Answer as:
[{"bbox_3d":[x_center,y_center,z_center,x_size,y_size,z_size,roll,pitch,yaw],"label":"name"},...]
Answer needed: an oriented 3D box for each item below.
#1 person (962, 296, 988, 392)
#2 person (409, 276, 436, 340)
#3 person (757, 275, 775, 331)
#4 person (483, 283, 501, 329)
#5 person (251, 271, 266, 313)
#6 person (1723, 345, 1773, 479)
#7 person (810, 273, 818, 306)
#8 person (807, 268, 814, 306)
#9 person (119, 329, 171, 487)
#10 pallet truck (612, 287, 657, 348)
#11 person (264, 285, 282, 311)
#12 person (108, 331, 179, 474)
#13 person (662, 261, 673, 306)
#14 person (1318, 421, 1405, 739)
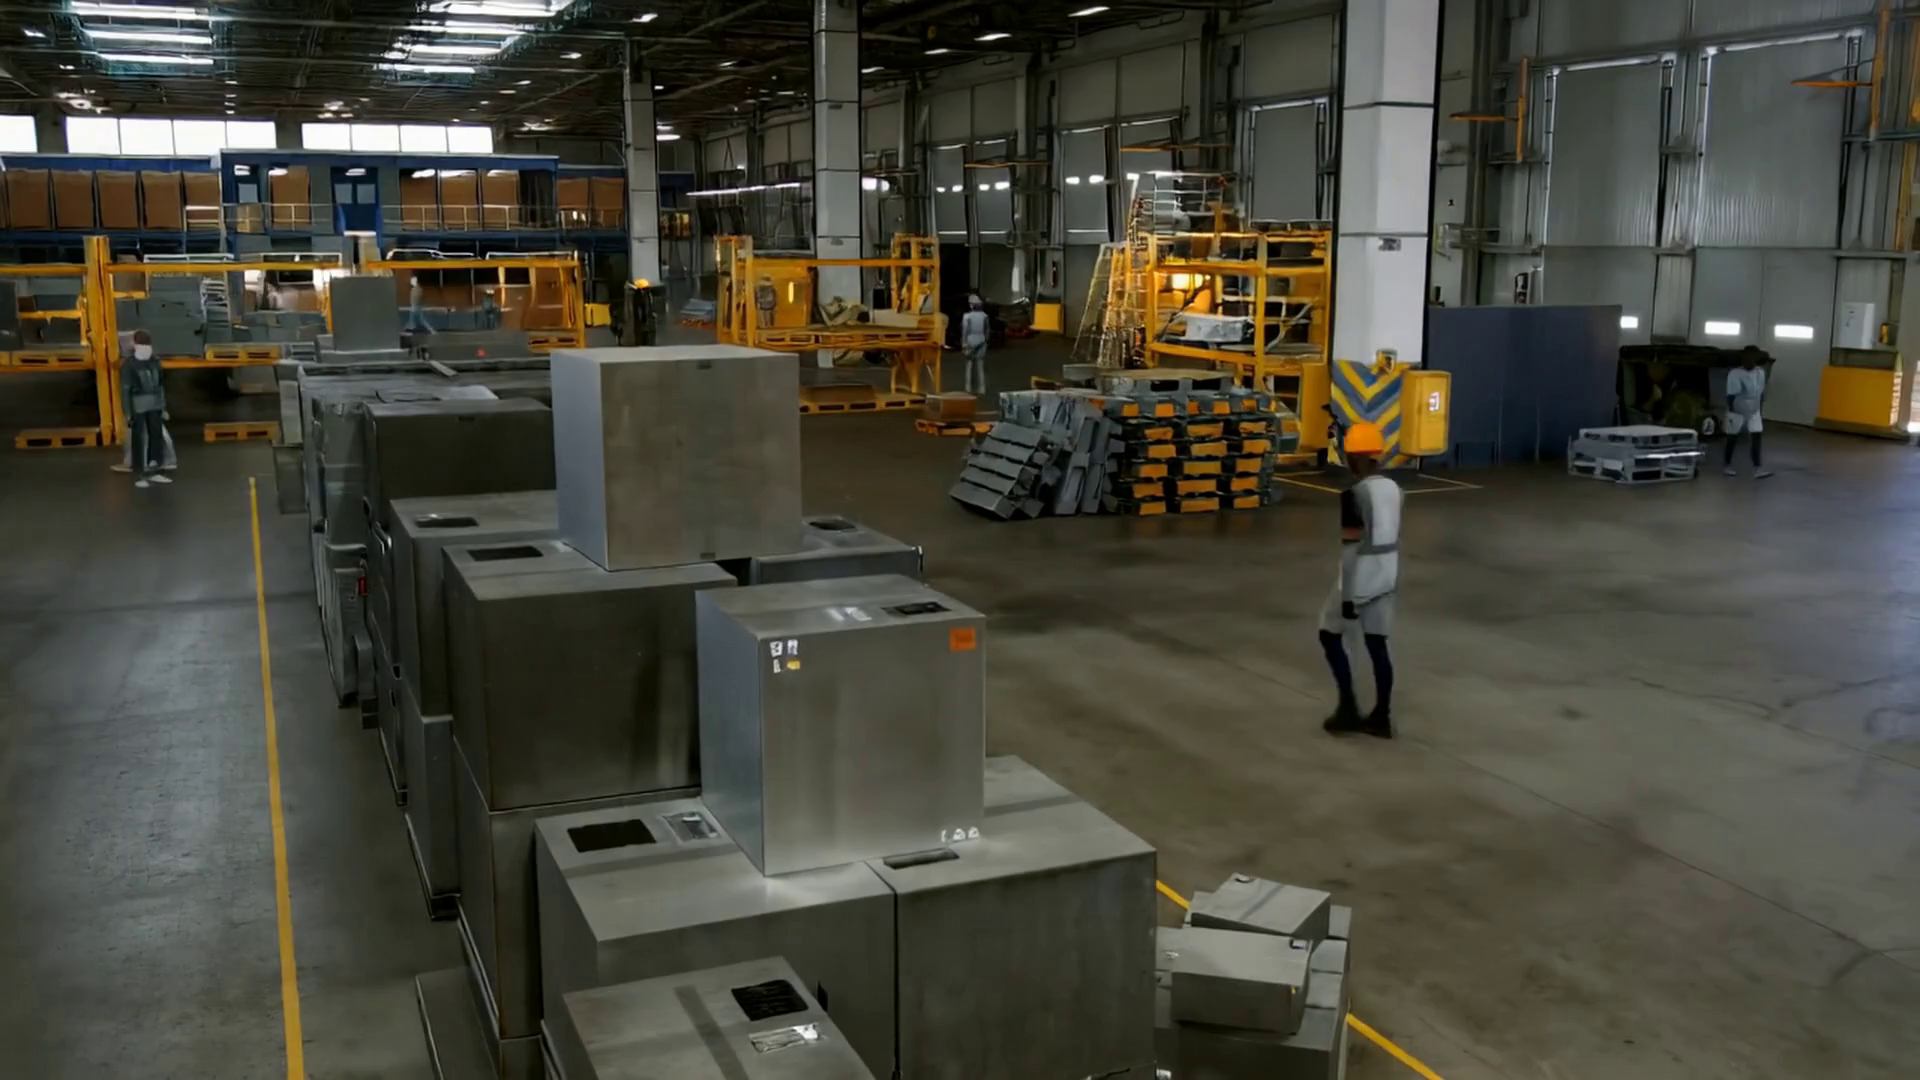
[{"bbox_3d":[0.305,-3.835,32.608,0.534,1.897,0.981,-2,10,-9],"label":"person"},{"bbox_3d":[-15.888,-6.797,48.848,0.845,1.914,0.635,3,11,16],"label":"person"},{"bbox_3d":[-5.634,-6.781,48.727,0.617,1.908,0.762,4,11,22],"label":"person"},{"bbox_3d":[-13.263,-6.406,47.166,0.501,1.727,0.380,4,11,20],"label":"person"},{"bbox_3d":[-24.622,-8.491,58.300,0.893,1.855,0.581,-3,11,-18],"label":"person"},{"bbox_3d":[9.828,-1.575,20.679,0.552,1.666,0.768,-2,11,-12],"label":"person"},{"bbox_3d":[-4.837,-8.231,57.011,0.670,1.816,0.493,-7,12,-32],"label":"person"},{"bbox_3d":[-5.684,-9.667,64.659,0.591,1.907,0.744,-7,12,-32],"label":"person"},{"bbox_3d":[-9.855,-1.598,20.174,0.421,1.913,0.651,3,11,15],"label":"person"},{"bbox_3d":[-6.464,-4.406,35.401,0.823,1.965,1.885,6,12,32],"label":"pallet truck"},{"bbox_3d":[-17.974,-5.780,43.565,0.982,1.797,0.513,9,14,41],"label":"person"},{"bbox_3d":[-10.523,-1.761,21.341,0.819,1.836,0.608,-2,11,-13],"label":"person"},{"bbox_3d":[-13.078,-11.413,74.062,0.612,1.986,0.407,0,10,-2],"label":"person"},{"bbox_3d":[2.415,0.248,9.990,0.560,1.918,0.527,-7,13,-35],"label":"person"}]
